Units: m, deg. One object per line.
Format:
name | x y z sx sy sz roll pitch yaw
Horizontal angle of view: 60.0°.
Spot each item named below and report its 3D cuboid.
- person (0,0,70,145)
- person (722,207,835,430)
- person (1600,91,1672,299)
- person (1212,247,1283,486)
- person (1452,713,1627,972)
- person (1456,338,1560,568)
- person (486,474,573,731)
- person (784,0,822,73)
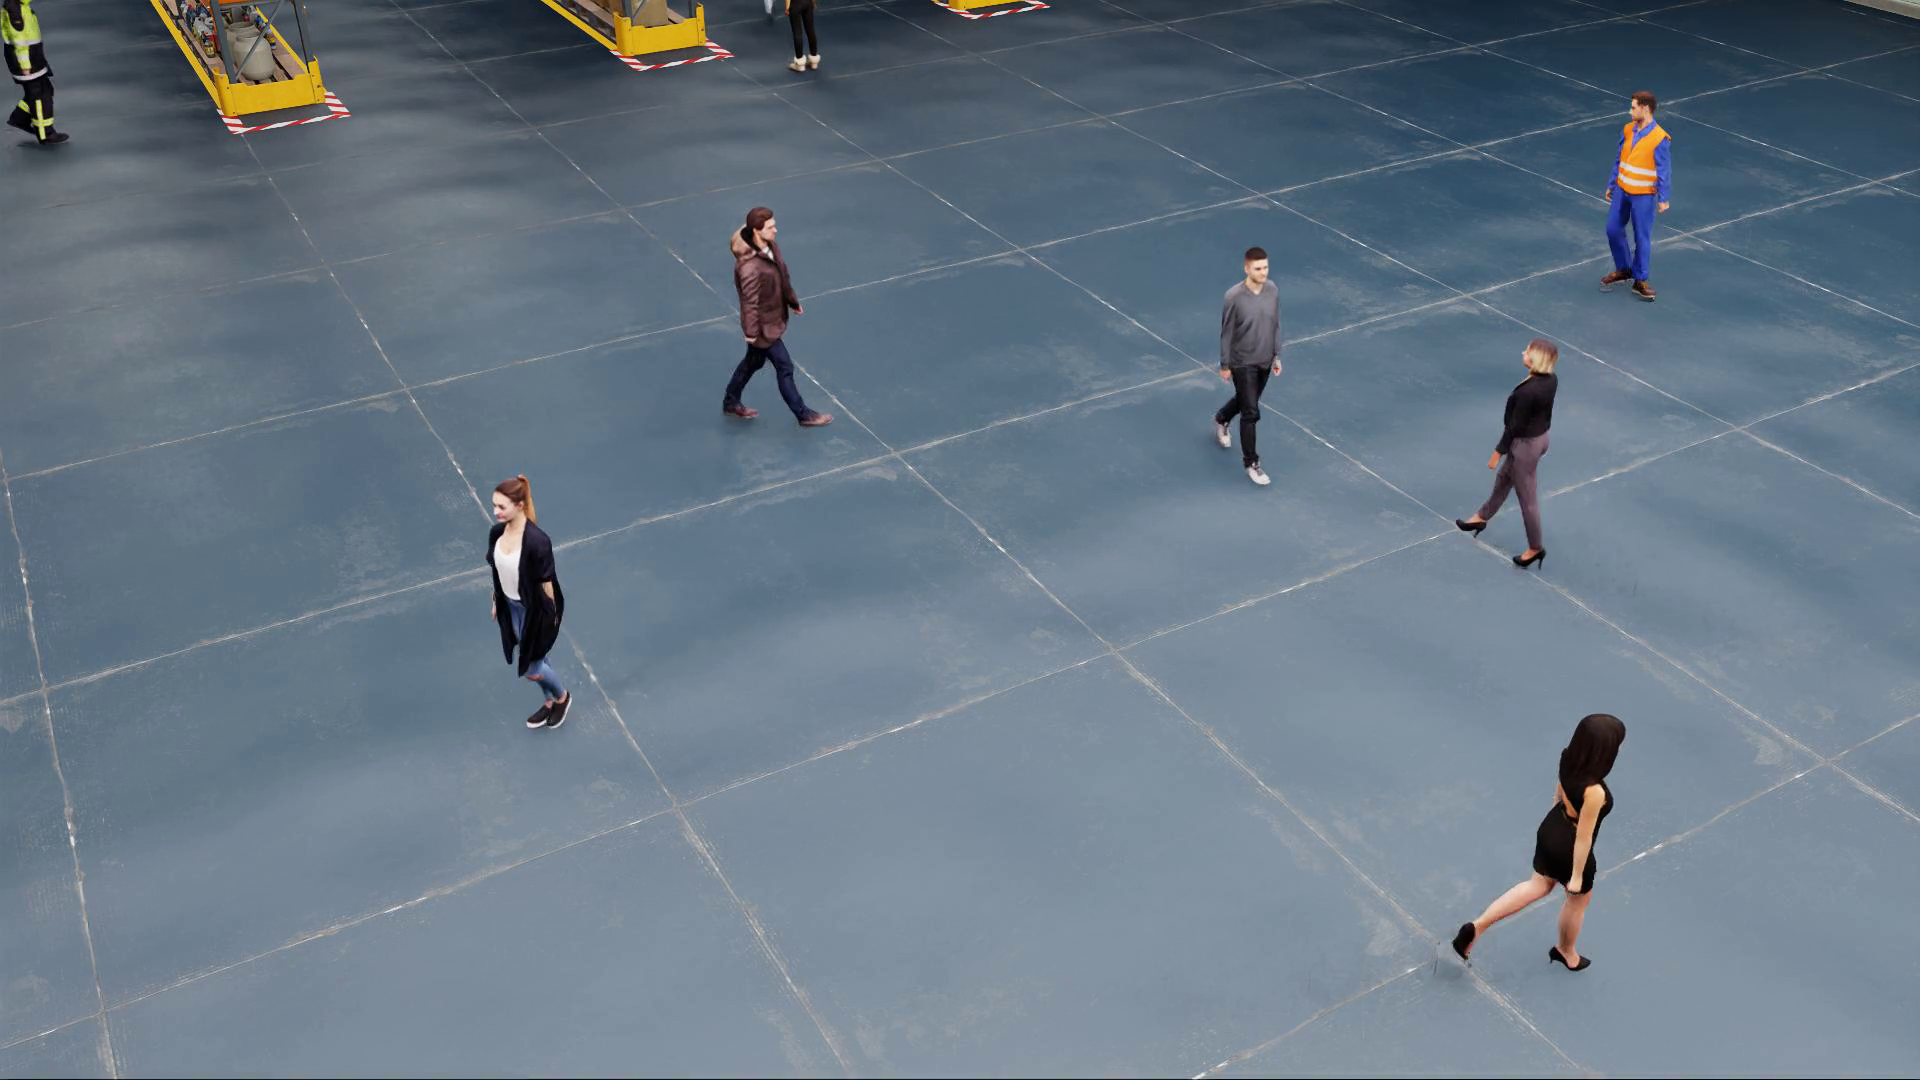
person | -10.453 -5.373 18.498 0.926 1.958 0.892 -13 34 -19
person | -1.593 -1.690 12.808 1.206 1.800 1.229 2 32 4
person | 6.181 -3.120 15.037 0.889 1.840 0.552 -27 41 -36
person | 2.119 -1.354 12.334 0.613 1.737 1.091 -16 36 -24
person | 2.806 1.485 7.939 0.877 1.624 1.003 -3 32 -5
person | 3.871 -0.538 11.129 1.014 1.642 0.819 23 39 32
person | -2.443 0.355 9.682 0.720 1.676 0.809 22 38 31
person | -2.011 -6.787 21.019 0.592 1.659 0.520 -17 36 -25
